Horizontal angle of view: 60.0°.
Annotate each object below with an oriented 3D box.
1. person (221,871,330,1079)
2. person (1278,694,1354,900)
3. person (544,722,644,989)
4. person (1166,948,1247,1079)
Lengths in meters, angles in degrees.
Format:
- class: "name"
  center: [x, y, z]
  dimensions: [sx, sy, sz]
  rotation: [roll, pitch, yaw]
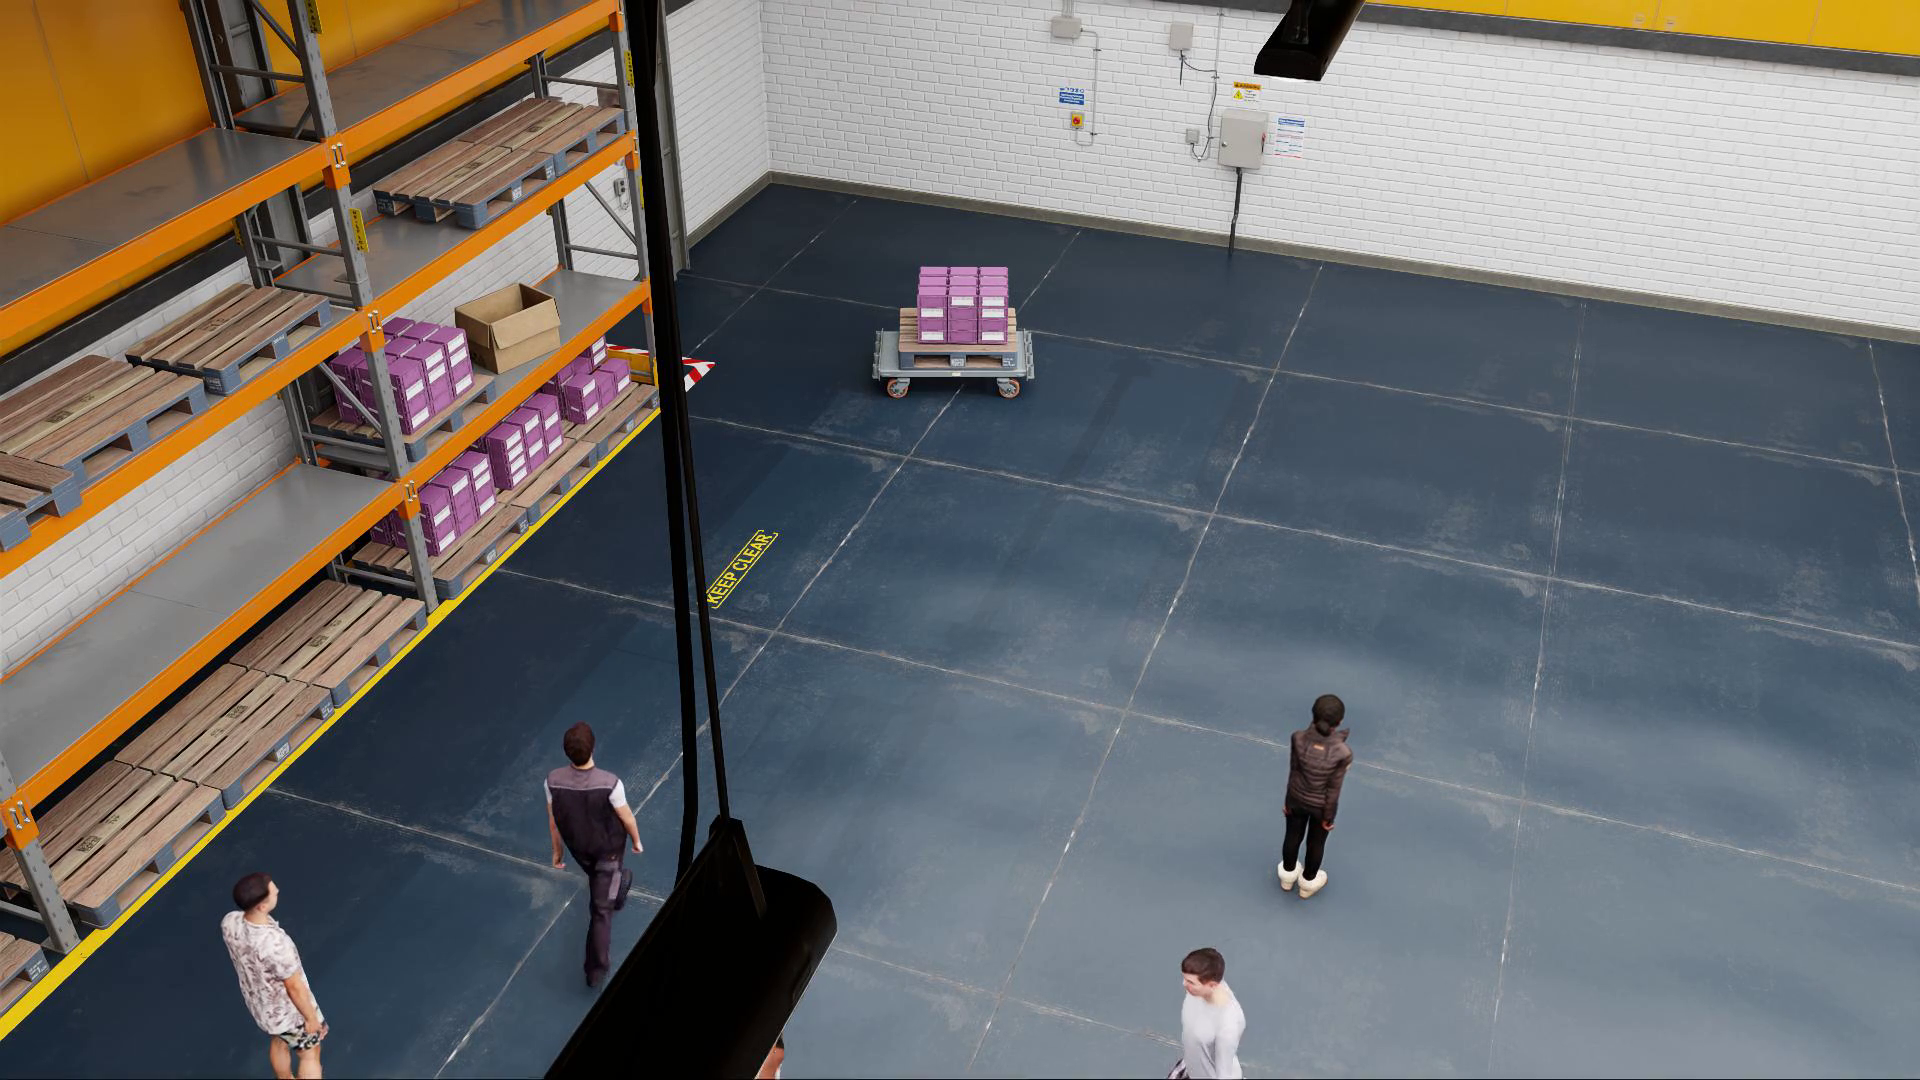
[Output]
- class: "person"
  center: [-3.839, 2.576, 9.352]
  dimensions: [0.715, 1.811, 0.639]
  rotation: [19, 38, 26]
- class: "person"
  center: [2.286, 1.699, 10.809]
  dimensions: [0.582, 1.659, 0.638]
  rotation: [14, 36, 20]
- class: "person"
  center: [-2.278, 1.964, 10.282]
  dimensions: [0.847, 1.801, 1.250]
  rotation: [5, 34, 7]
- class: "person"
  center: [1.414, 2.843, 8.944]
  dimensions: [1.080, 1.818, 1.024]
  rotation: [-13, 36, -19]
